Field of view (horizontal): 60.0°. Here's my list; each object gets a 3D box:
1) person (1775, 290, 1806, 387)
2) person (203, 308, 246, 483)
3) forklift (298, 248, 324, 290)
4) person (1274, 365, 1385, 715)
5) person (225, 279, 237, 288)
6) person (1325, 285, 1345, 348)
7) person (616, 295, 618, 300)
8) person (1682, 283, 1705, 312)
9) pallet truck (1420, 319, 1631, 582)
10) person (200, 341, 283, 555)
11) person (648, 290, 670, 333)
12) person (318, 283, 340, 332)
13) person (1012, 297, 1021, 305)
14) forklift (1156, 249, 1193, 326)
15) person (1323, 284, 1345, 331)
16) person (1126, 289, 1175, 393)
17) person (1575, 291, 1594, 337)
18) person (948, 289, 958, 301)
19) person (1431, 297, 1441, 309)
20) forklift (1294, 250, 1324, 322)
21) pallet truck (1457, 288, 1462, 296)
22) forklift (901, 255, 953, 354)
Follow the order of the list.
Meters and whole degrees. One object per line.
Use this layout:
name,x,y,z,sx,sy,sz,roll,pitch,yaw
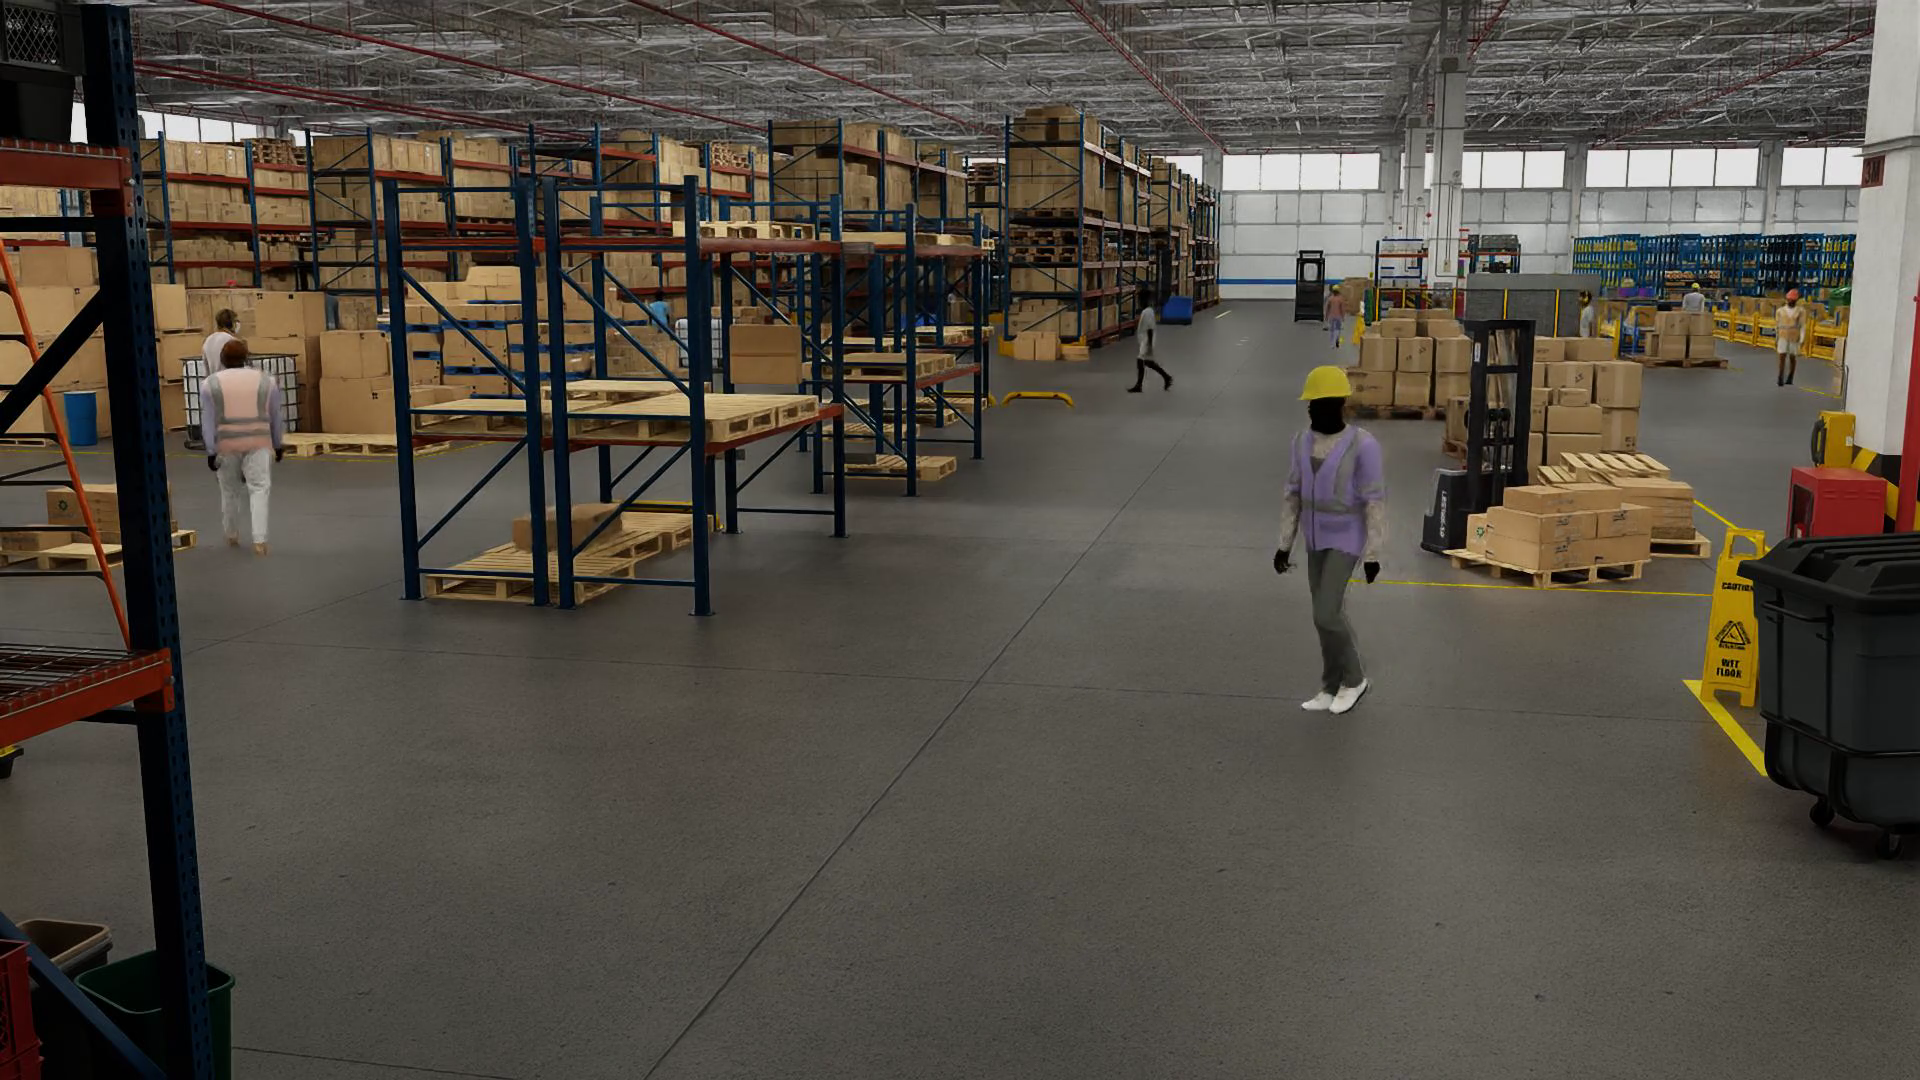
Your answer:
person,16.282,-3.960,32.614,0.555,1.891,1.021,6,12,33
person,-8.076,-1.587,18.392,0.636,1.936,0.355,6,11,32
forklift,-19.653,-7.541,50.861,1.129,2.768,1.873,-2,10,-12
person,2.008,0.013,9.003,0.455,1.912,0.597,-5,11,-27
person,-18.959,-5.847,43.555,0.920,1.963,0.623,1,10,4
person,10.437,-6.217,46.338,0.552,1.747,0.480,2,10,10
person,-8.486,-5.248,40.986,0.525,1.628,0.313,1,10,6
person,21.289,-6.570,48.298,0.584,1.804,0.868,2,10,13
pallet truck,4.543,-0.757,13.299,0.823,1.965,1.885,-4,10,-22
person,-6.077,-0.789,14.114,0.651,1.790,0.969,-5,11,-28
person,-7.594,-5.456,42.015,0.538,1.696,0.317,-1,10,-6
person,-14.616,-4.949,38.329,0.630,1.931,0.366,-7,12,-35
person,1.946,-8.362,58.195,0.395,2.044,0.609,-3,10,-17
forklift,7.646,-9.320,61.395,1.873,2.768,1.129,2,10,11
person,12.924,-8.005,57.371,0.797,1.594,0.531,4,10,20
person,3.540,-3.676,30.769,0.834,1.942,0.608,0,10,2
person,12.315,-4.009,33.003,0.658,1.848,0.523,4,10,20
person,-0.280,-7.096,51.827,0.403,1.659,0.642,9,13,43
person,10.713,-4.680,37.642,0.585,1.617,0.556,-2,10,-10
forklift,13.778,-10.002,65.433,1.129,2.768,1.873,2,10,12
pallet truck,20.506,-9.785,68.819,0.653,1.274,1.630,2,10,12
forklift,-0.921,-6.032,41.928,1.129,2.768,1.873,2,10,12
